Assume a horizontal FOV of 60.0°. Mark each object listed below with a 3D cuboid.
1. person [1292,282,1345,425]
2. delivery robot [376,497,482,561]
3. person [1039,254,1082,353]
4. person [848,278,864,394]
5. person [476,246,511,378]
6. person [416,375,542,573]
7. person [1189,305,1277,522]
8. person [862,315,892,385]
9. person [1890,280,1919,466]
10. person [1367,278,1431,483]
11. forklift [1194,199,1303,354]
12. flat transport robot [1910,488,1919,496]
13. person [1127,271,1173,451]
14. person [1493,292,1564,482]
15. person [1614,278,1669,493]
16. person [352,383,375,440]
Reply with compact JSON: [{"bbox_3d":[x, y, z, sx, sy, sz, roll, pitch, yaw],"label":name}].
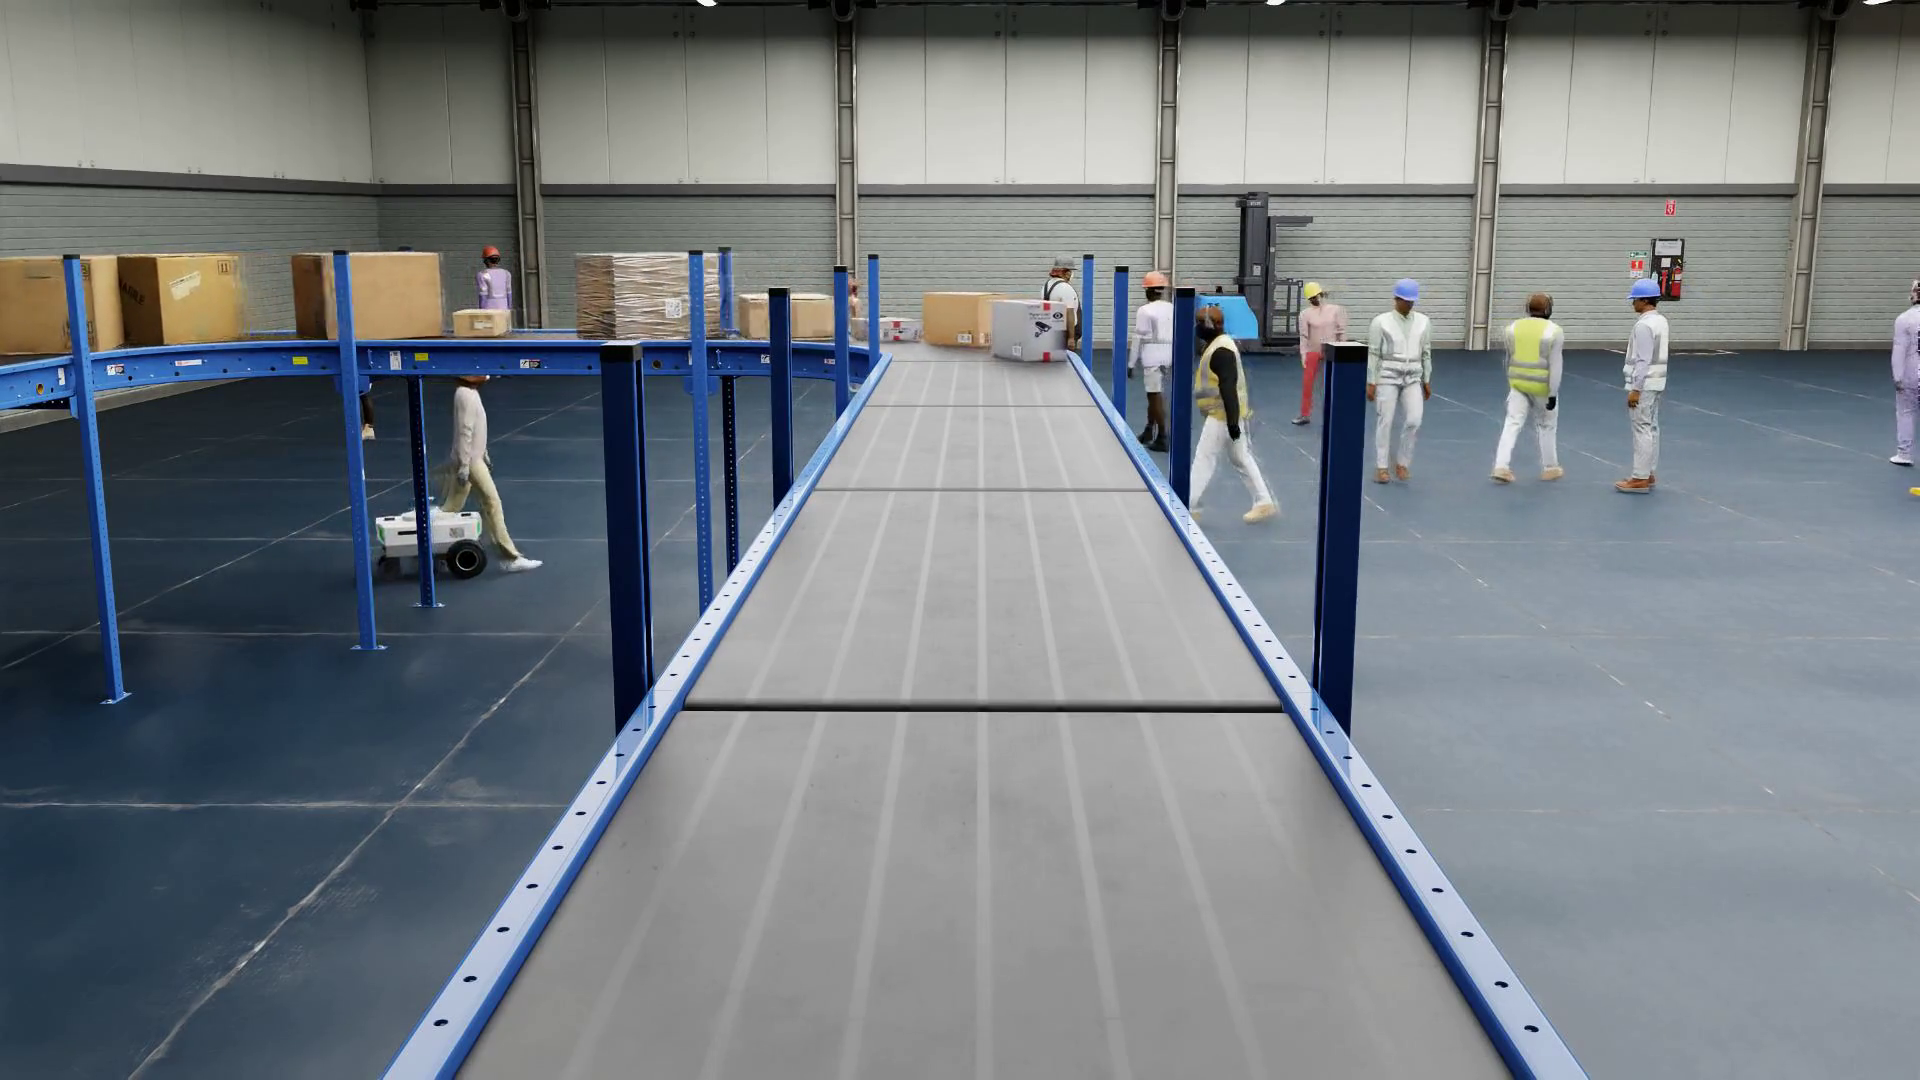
[{"bbox_3d":[4.387,-2.232,20.031,0.643,1.722,0.326,0,11,-1],"label":"person"},{"bbox_3d":[-3.748,-0.061,11.735,0.707,0.478,0.477,-4,12,-20],"label":"delivery robot"},{"bbox_3d":[1.328,-2.610,21.247,0.535,2.000,0.688,-5,12,-25],"label":"person"},{"bbox_3d":[-1.528,-2.894,23.642,0.375,1.633,0.530,-9,14,-39],"label":"person"},{"bbox_3d":[-7.314,-3.579,26.109,0.394,2.044,0.609,9,14,38],"label":"person"},{"bbox_3d":[-3.460,-0.551,11.715,0.854,1.591,0.530,-4,12,-19],"label":"person"},{"bbox_3d":[2.160,-1.020,13.646,0.982,1.786,0.660,2,11,8],"label":"person"},{"bbox_3d":[-0.806,-1.134,14.520,0.704,1.663,0.557,1,11,6],"label":"person"},{"bbox_3d":[9.661,-1.661,16.671,0.654,1.880,0.629,1,11,4],"label":"person"},{"bbox_3d":[4.142,-1.492,15.665,0.663,1.925,0.527,-2,11,-8],"label":"person"},{"bbox_3d":[5.313,-4.851,30.603,1.873,2.768,1.129,0,11,1],"label":"forklift"},{"bbox_3d":[9.283,-0.442,14.668,1.431,0.197,0.652,0,11,1],"label":"flat transport robot"},{"bbox_3d":[2.038,-1.942,18.032,0.566,1.909,0.771,-9,14,-38],"label":"person"},{"bbox_3d":[5.426,-1.445,15.789,0.947,1.805,0.631,-10,15,-42],"label":"person"},{"bbox_3d":[6.262,-1.418,15.257,0.409,1.943,0.615,8,14,36],"label":"person"},{"bbox_3d":[-6.802,-1.988,18.826,0.318,1.699,0.535,-4,12,-20],"label":"person"}]
